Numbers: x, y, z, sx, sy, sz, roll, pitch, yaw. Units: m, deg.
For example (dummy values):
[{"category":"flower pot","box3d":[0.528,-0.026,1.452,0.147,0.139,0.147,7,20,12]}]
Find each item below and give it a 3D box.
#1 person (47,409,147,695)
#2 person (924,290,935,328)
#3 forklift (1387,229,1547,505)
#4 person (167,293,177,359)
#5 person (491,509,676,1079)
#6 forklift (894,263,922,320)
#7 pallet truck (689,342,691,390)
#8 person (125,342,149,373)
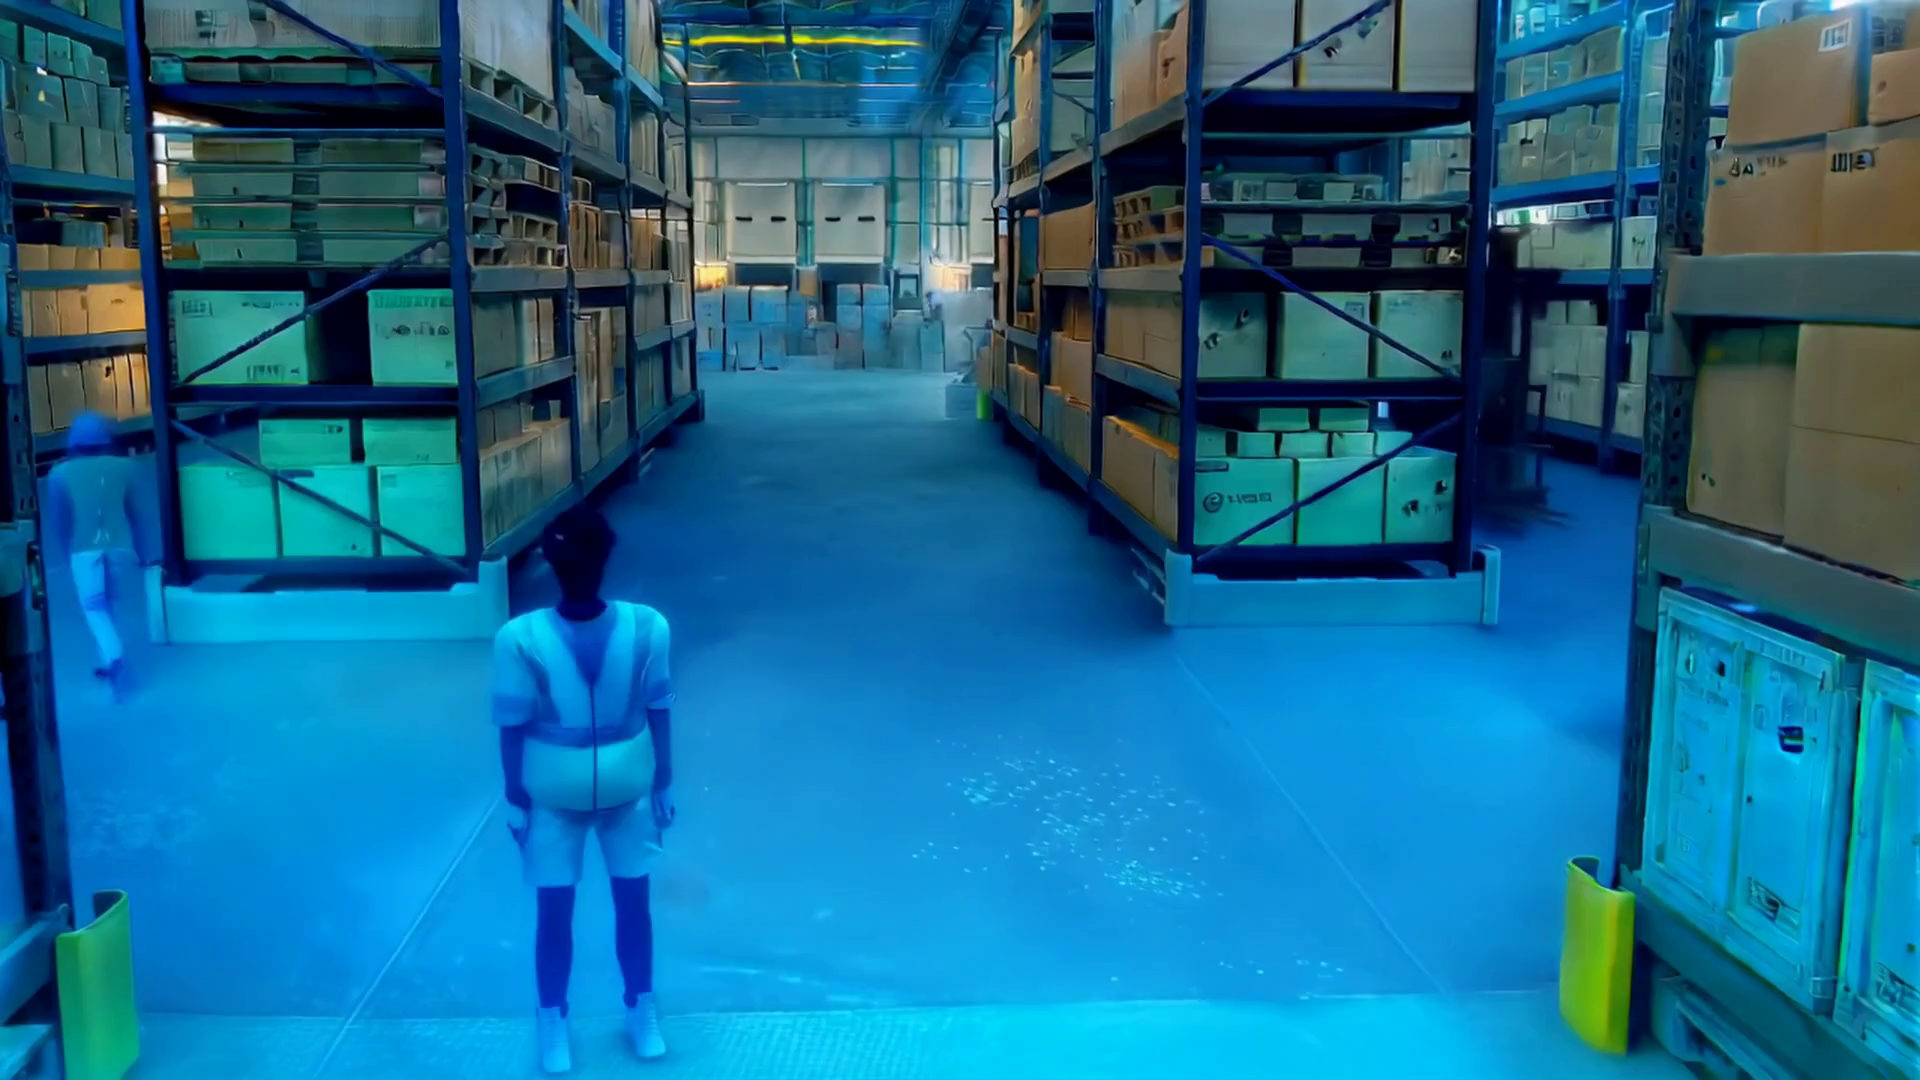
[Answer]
[{"category":"person","box3d":[-4.854,0.065,9.416,0.735,1.610,0.504,9,13,44]},{"category":"person","box3d":[-0.991,-7.602,56.774,0.785,1.860,0.585,-6,11,-33]},{"category":"forklift","box3d":[5.228,-1.818,17.246,1.129,2.768,1.873,-1,9,-4]},{"category":"person","box3d":[-22.187,-5.992,46.424,0.354,1.930,0.594,1,9,7]},{"category":"person","box3d":[-1.097,0.743,4.901,0.531,1.690,0.319,-3,10,-20]},{"category":"forklift","box3d":[-1.955,-8.949,62.023,1.129,2.768,1.873,-1,9,-4]},{"category":"pallet truck","box3d":[-5.225,-3.008,27.480,1.885,1.965,0.823,2,9,14]},{"category":"person","box3d":[-17.724,-4.326,35.859,0.604,1.965,0.367,1,9,4]}]
